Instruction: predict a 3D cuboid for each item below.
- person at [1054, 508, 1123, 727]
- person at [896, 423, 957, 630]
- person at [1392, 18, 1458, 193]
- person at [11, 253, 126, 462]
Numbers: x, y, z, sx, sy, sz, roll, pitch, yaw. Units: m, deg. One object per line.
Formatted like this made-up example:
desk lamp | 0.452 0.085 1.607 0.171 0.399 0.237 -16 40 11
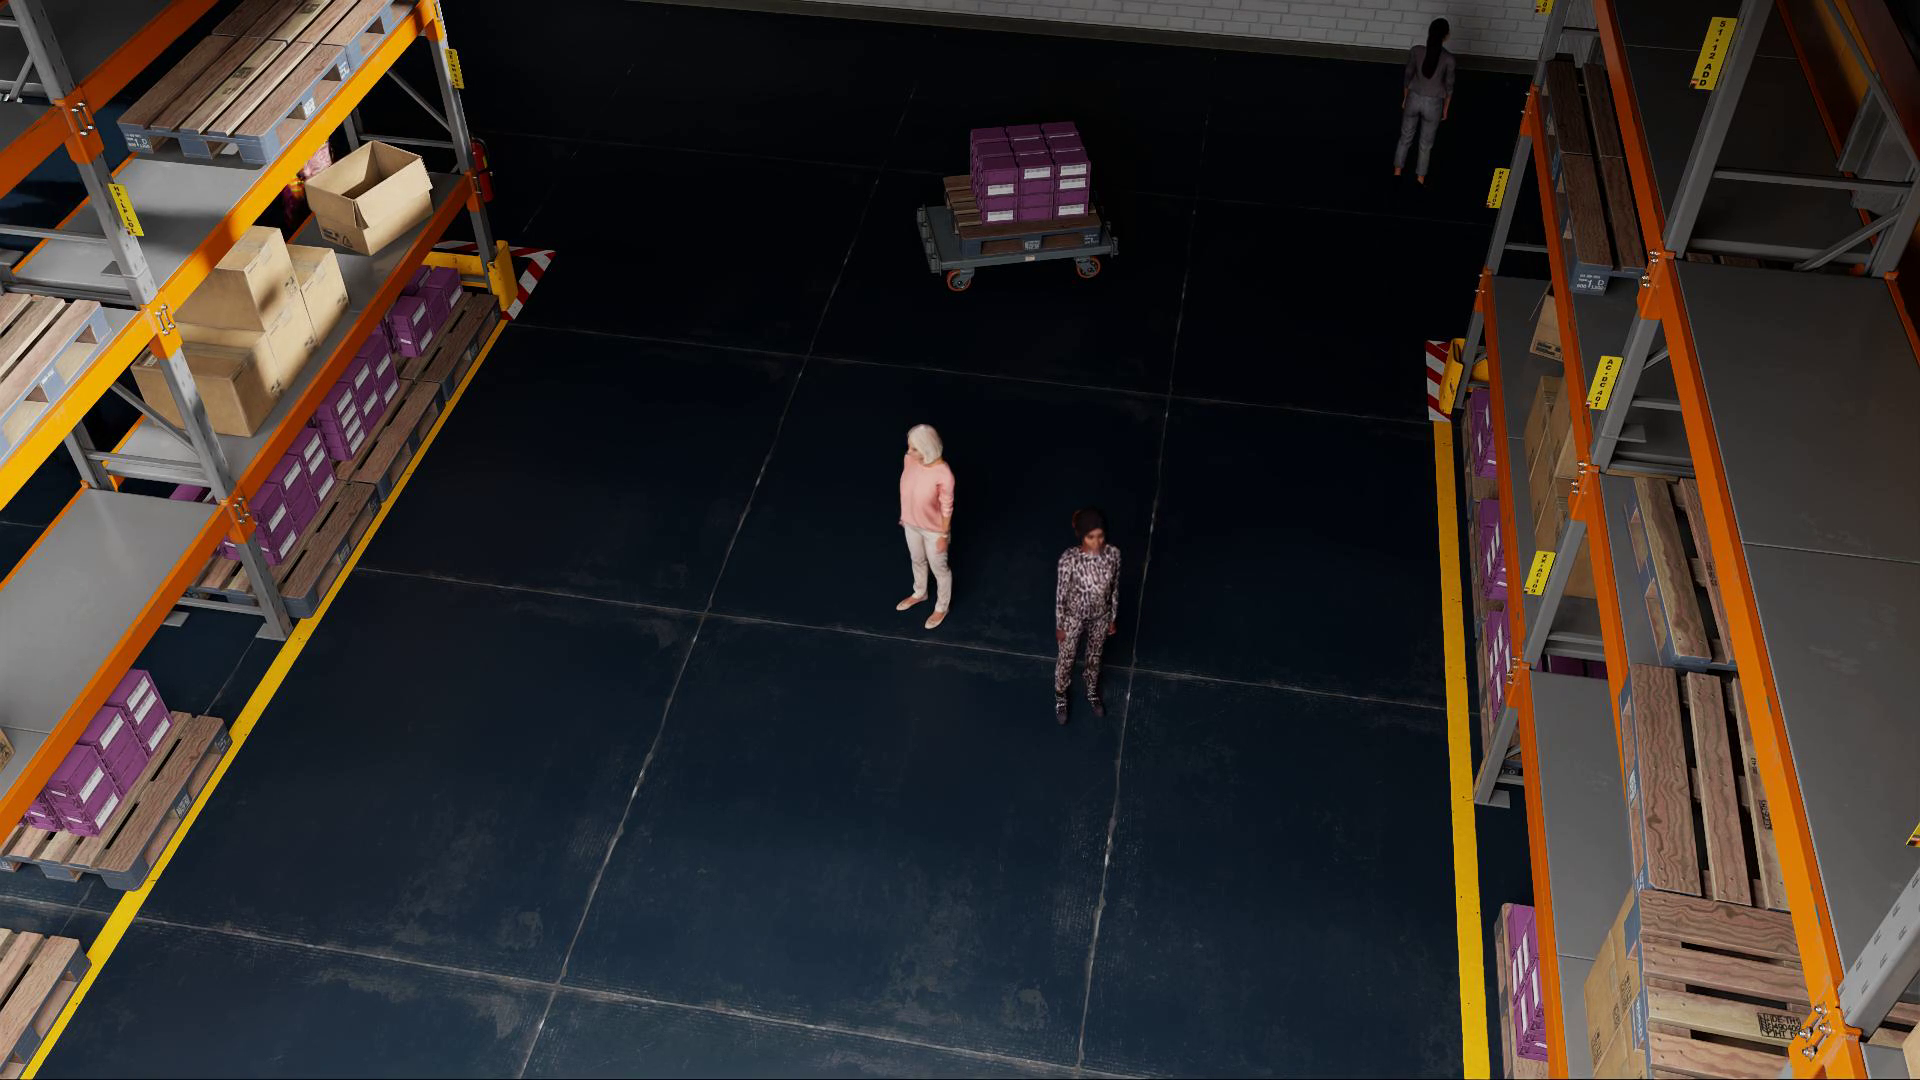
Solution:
person | 0.787 0.481 10.445 0.663 1.710 0.689 -9 44 -9
person | -0.216 -0.127 11.074 0.683 1.723 0.699 33 53 30
person | 4.215 -3.944 15.112 0.705 1.679 0.714 24 49 23
person | -6.745 -1.299 12.293 0.756 1.737 0.958 11 45 11
